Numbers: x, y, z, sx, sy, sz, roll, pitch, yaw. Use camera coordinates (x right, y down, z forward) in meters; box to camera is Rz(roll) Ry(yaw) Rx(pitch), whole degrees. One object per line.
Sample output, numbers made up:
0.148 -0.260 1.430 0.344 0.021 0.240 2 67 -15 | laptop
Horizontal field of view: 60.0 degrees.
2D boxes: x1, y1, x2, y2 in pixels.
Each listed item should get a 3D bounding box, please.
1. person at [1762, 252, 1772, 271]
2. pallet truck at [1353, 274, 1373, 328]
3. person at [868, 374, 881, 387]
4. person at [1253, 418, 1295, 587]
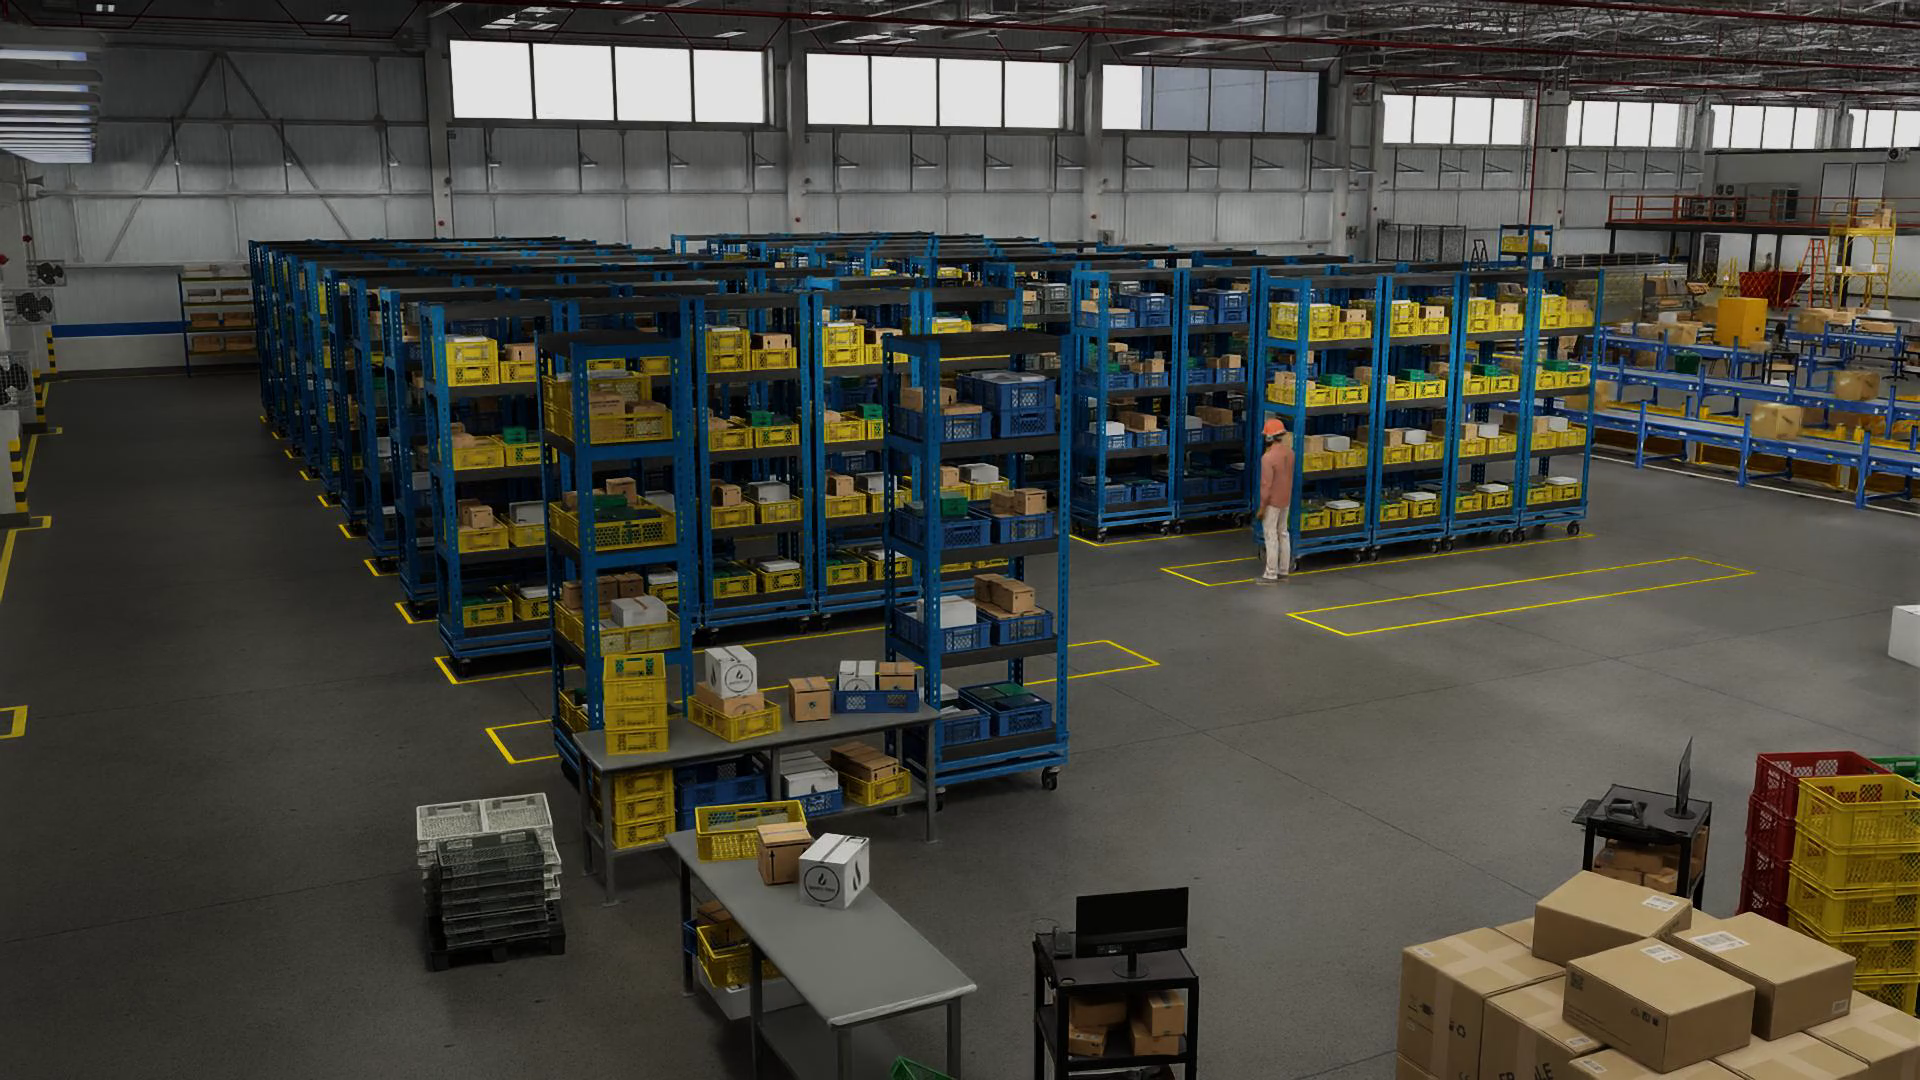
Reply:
34.672 -11.448 71.524 0.540 1.826 0.455 -7 14 -31 | person
13.011 -8.050 55.243 0.823 1.965 1.885 -7 14 -28 | pallet truck
-1.259 -2.070 27.714 0.714 1.805 0.598 -3 12 -14 | person
3.710 -0.447 19.690 0.396 1.990 0.621 11 16 42 | person
